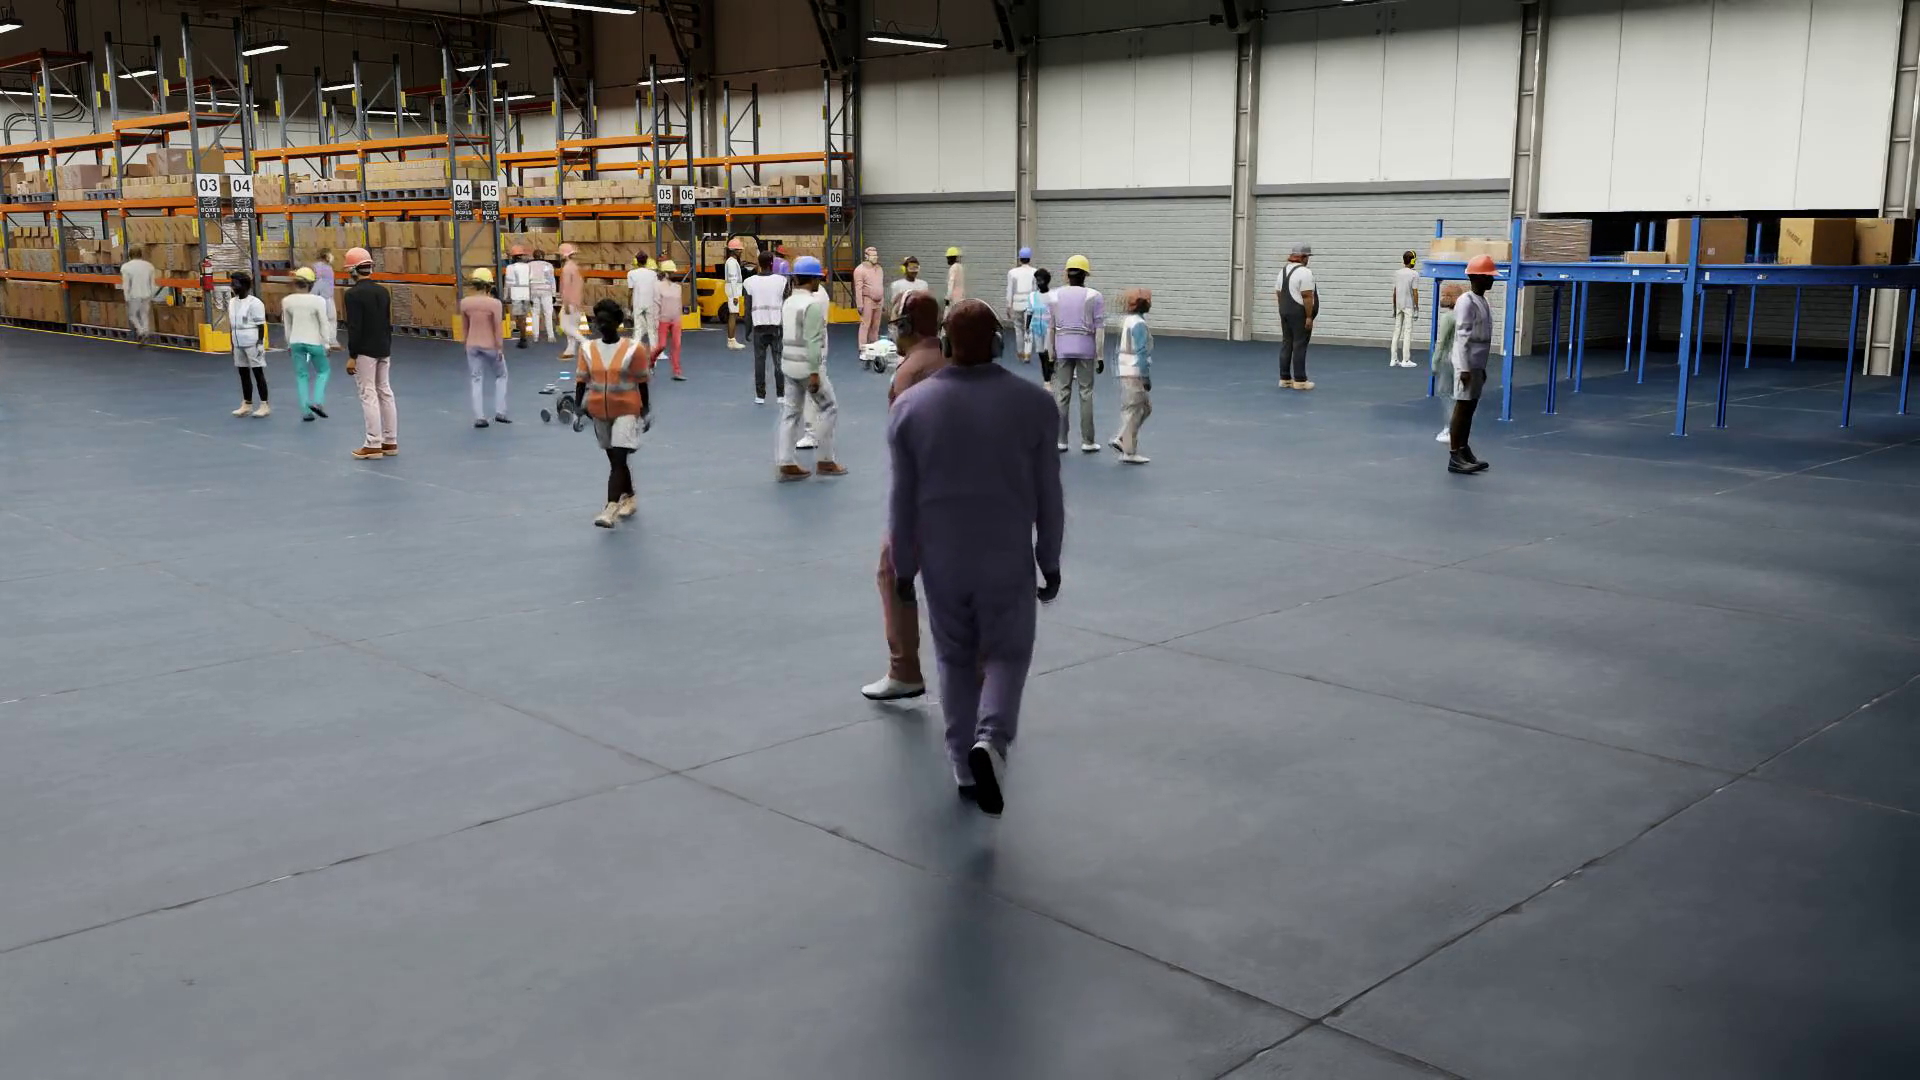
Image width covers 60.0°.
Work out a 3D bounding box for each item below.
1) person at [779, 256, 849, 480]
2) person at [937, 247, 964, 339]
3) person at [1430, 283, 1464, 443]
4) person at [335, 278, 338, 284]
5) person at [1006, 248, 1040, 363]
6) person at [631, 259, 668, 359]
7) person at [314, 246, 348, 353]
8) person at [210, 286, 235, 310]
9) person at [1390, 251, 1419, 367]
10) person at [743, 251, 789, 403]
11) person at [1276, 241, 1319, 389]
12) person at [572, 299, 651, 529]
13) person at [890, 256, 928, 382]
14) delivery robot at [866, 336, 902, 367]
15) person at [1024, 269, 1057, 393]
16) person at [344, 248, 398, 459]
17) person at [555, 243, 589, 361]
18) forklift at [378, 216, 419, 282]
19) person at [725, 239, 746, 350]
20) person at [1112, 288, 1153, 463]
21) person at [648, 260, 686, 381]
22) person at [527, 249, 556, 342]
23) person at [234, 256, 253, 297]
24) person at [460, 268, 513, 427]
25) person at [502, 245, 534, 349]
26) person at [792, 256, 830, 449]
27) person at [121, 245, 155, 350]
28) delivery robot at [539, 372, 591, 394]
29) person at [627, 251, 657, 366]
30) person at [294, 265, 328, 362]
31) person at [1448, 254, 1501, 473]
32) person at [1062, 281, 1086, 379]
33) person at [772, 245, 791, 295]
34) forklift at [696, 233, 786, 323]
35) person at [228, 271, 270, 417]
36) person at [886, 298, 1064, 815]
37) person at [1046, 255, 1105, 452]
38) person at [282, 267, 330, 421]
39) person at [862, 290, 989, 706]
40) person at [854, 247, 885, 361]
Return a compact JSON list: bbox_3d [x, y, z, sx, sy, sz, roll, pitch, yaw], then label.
[{"bbox_3d":[-1.275,-1.487,14.443,0.753,1.920,0.633,-7,12,-32],"label":"person"},{"bbox_3d":[-0.094,-4.882,33.115,1.010,1.879,0.604,1,10,6],"label":"person"},{"bbox_3d":[4.994,-1.815,17.052,0.454,1.614,0.530,9,14,42],"label":"person"},{"bbox_3d":[-17.781,-7.433,47.125,0.494,1.834,0.651,-2,11,-12],"label":"person"},{"bbox_3d":[1.095,-3.916,27.779,0.639,1.903,1.013,0,10,2],"label":"person"},{"bbox_3d":[-5.370,-3.978,28.603,0.725,1.709,0.482,7,13,34],"label":"person"},{"bbox_3d":[-11.574,-4.350,30.122,0.767,1.918,0.627,-1,10,-7],"label":"person"},{"bbox_3d":[-15.749,-5.318,35.459,0.354,1.883,0.572,9,14,41],"label":"person"},{"bbox_3d":[7.205,-3.733,26.882,0.311,1.863,0.510,-8,13,-37],"label":"person"},{"bbox_3d":[-2.435,-2.691,21.052,0.587,1.915,0.393,0,10,-2],"label":"person"},{"bbox_3d":[4.731,-3.117,23.142,0.536,2.000,0.688,-5,11,-24],"label":"person"},{"bbox_3d":[-2.552,-0.931,12.169,0.547,1.644,0.886,2,11,12],"label":"person"},{"bbox_3d":[-0.655,-2.750,21.569,0.496,1.848,0.477,-6,12,-30],"label":"person"},{"bbox_3d":[-1.188,-2.955,26.058,0.477,0.478,0.707,-6,12,-30],"label":"delivery robot"},{"bbox_3d":[1.063,-2.704,21.778,0.545,1.663,0.754,6,12,29],"label":"person"},{"bbox_3d":[-5.655,-1.782,15.878,0.392,1.990,0.614,3,11,17],"label":"person"},{"bbox_3d":[-6.559,-4.024,28.141,0.575,1.977,0.621,1,10,4],"label":"person"},{"bbox_3d":[-17.868,-9.201,54.028,1.873,2.768,1.129,-10,14,-44],"label":"forklift"},{"bbox_3d":[-4.176,-4.577,30.983,0.390,2.040,0.614,-2,11,-11],"label":"person"},{"bbox_3d":[1.656,-1.523,15.457,0.369,1.624,0.530,0,10,-1],"label":"person"},{"bbox_3d":[-4.315,-3.235,24.445,0.535,1.750,0.643,-10,14,-43],"label":"person"},{"bbox_3d":[-8.332,-4.854,33.058,0.619,1.839,0.430,-1,10,-4],"label":"person"},{"bbox_3d":[-16.132,-5.732,37.441,1.067,1.983,0.630,9,14,40],"label":"person"},{"bbox_3d":[-5.262,-2.136,18.476,0.531,1.754,0.558,2,11,9],"label":"person"},{"bbox_3d":[-8.371,-4.580,31.362,0.630,1.916,0.546,7,13,34],"label":"person"},{"bbox_3d":[-1.543,-1.877,16.659,0.397,1.900,0.665,3,11,17],"label":"person"},{"bbox_3d":[-15.271,-4.513,30.952,0.467,1.923,0.635,8,13,38],"label":"person"},{"bbox_3d":[-4.552,-1.822,19.168,0.335,0.223,0.698,5,12,27],"label":"delivery robot"},{"bbox_3d":[-5.150,-3.754,27.004,0.494,1.861,0.329,-4,11,-20],"label":"person"},{"bbox_3d":[-10.757,-3.740,27.583,0.501,1.620,0.358,-5,11,-24],"label":"person"},{"bbox_3d":[4.627,-1.587,14.958,0.373,1.939,0.545,8,13,35],"label":"person"},{"bbox_3d":[1.758,-3.211,24.703,0.536,1.602,0.778,6,12,28],"label":"person"},{"bbox_3d":[-4.199,-5.899,38.631,0.657,1.885,0.385,8,13,38],"label":"person"},{"bbox_3d":[-5.496,-6.489,41.108,2.313,2.155,1.214,-10,14,-44],"label":"forklift"},{"bbox_3d":[-8.325,-2.284,19.421,0.540,1.695,0.317,5,12,26],"label":"person"},{"bbox_3d":[0.049,0.062,6.086,0.646,1.882,0.695,2,11,9],"label":"person"},{"bbox_3d":[1.137,-1.823,16.310,0.584,1.917,0.386,4,11,19],"label":"person"},{"bbox_3d":[-7.462,-2.238,19.030,0.549,1.750,0.385,0,10,1],"label":"person"},{"bbox_3d":[-0.125,-0.184,7.525,0.763,1.864,0.639,7,12,33],"label":"person"},{"bbox_3d":[-1.496,-4.000,28.208,0.405,1.906,0.653,8,13,38],"label":"person"}]
